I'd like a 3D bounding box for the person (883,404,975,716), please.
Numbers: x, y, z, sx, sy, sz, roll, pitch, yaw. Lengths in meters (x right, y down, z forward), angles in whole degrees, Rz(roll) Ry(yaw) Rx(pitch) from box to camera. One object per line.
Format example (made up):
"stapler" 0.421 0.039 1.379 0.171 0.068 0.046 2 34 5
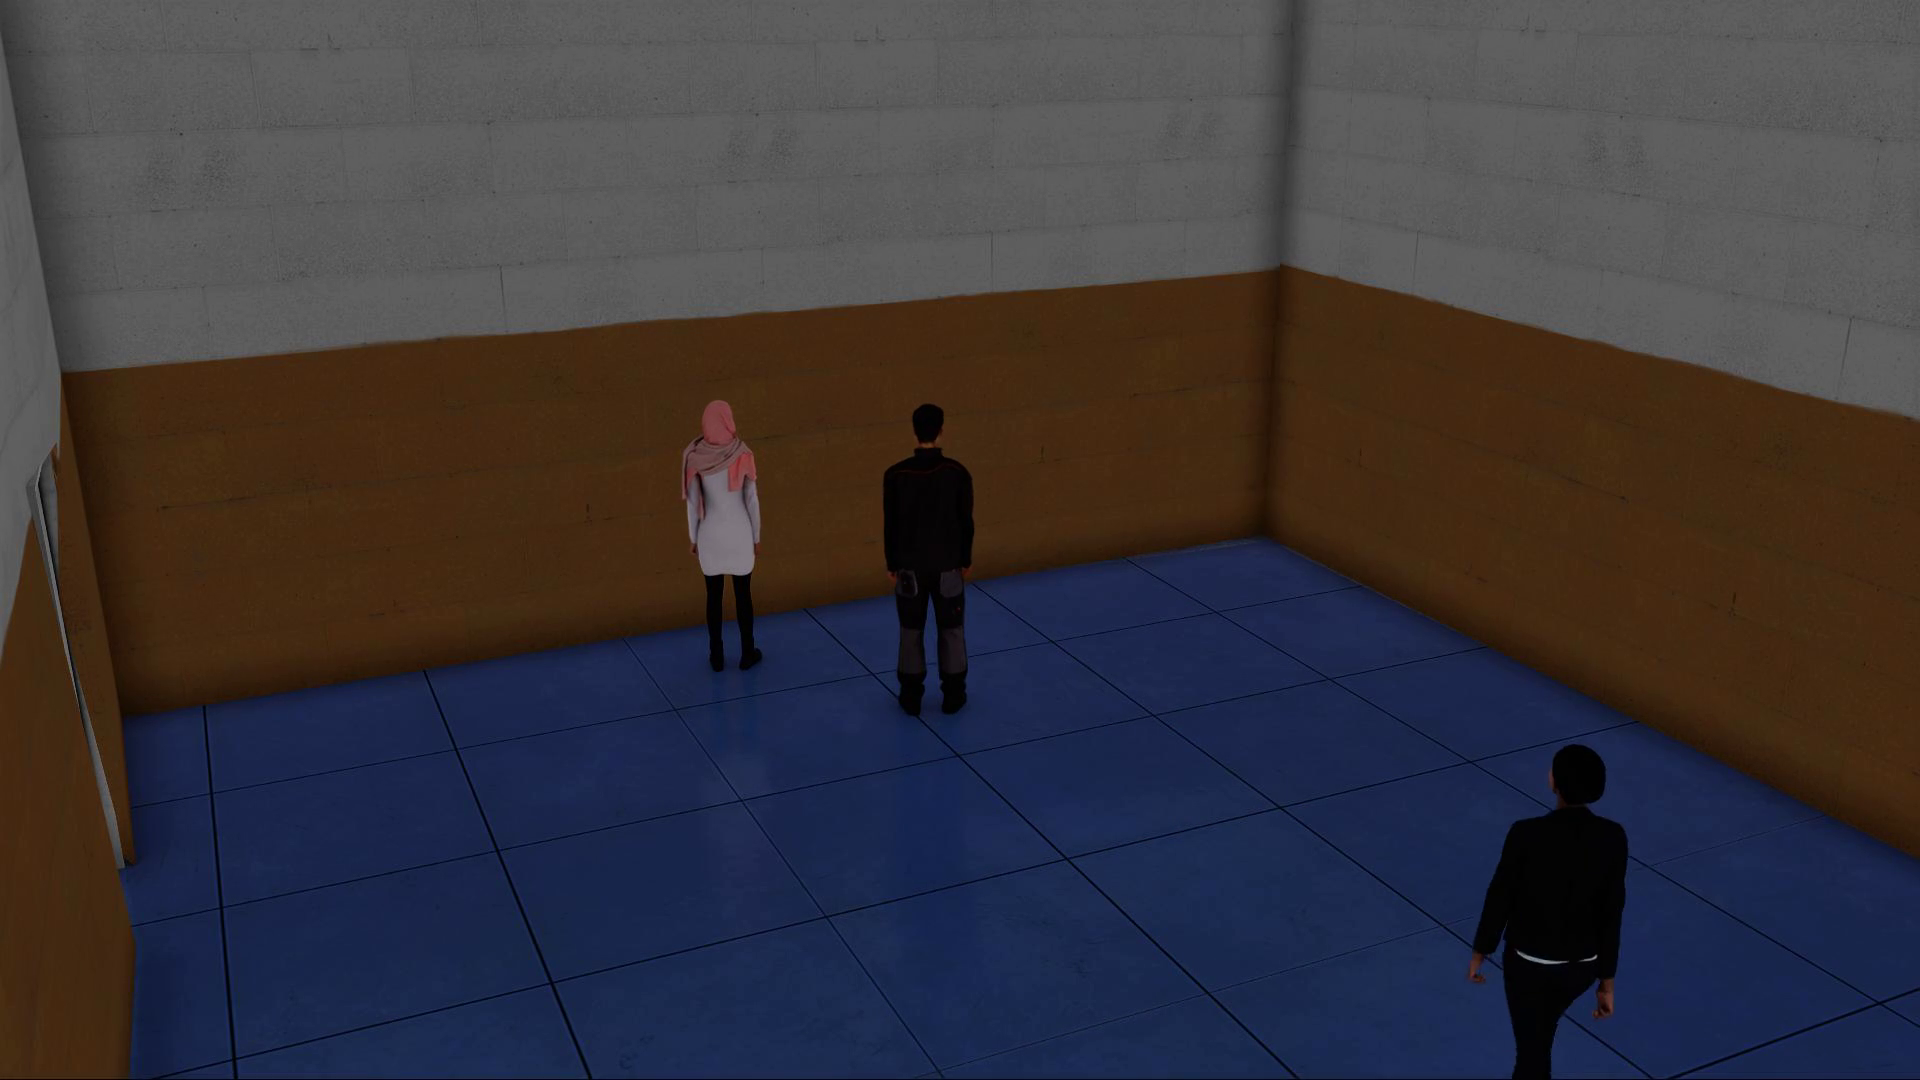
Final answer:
"person" -0.191 0.120 10.122 0.686 1.945 0.845 -1 19 -2

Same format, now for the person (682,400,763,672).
"person" -1.525 -0.027 10.779 0.659 1.803 0.781 -1 19 -2

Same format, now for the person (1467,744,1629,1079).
"person" 2.113 1.625 5.906 1.174 1.787 1.018 0 19 0
